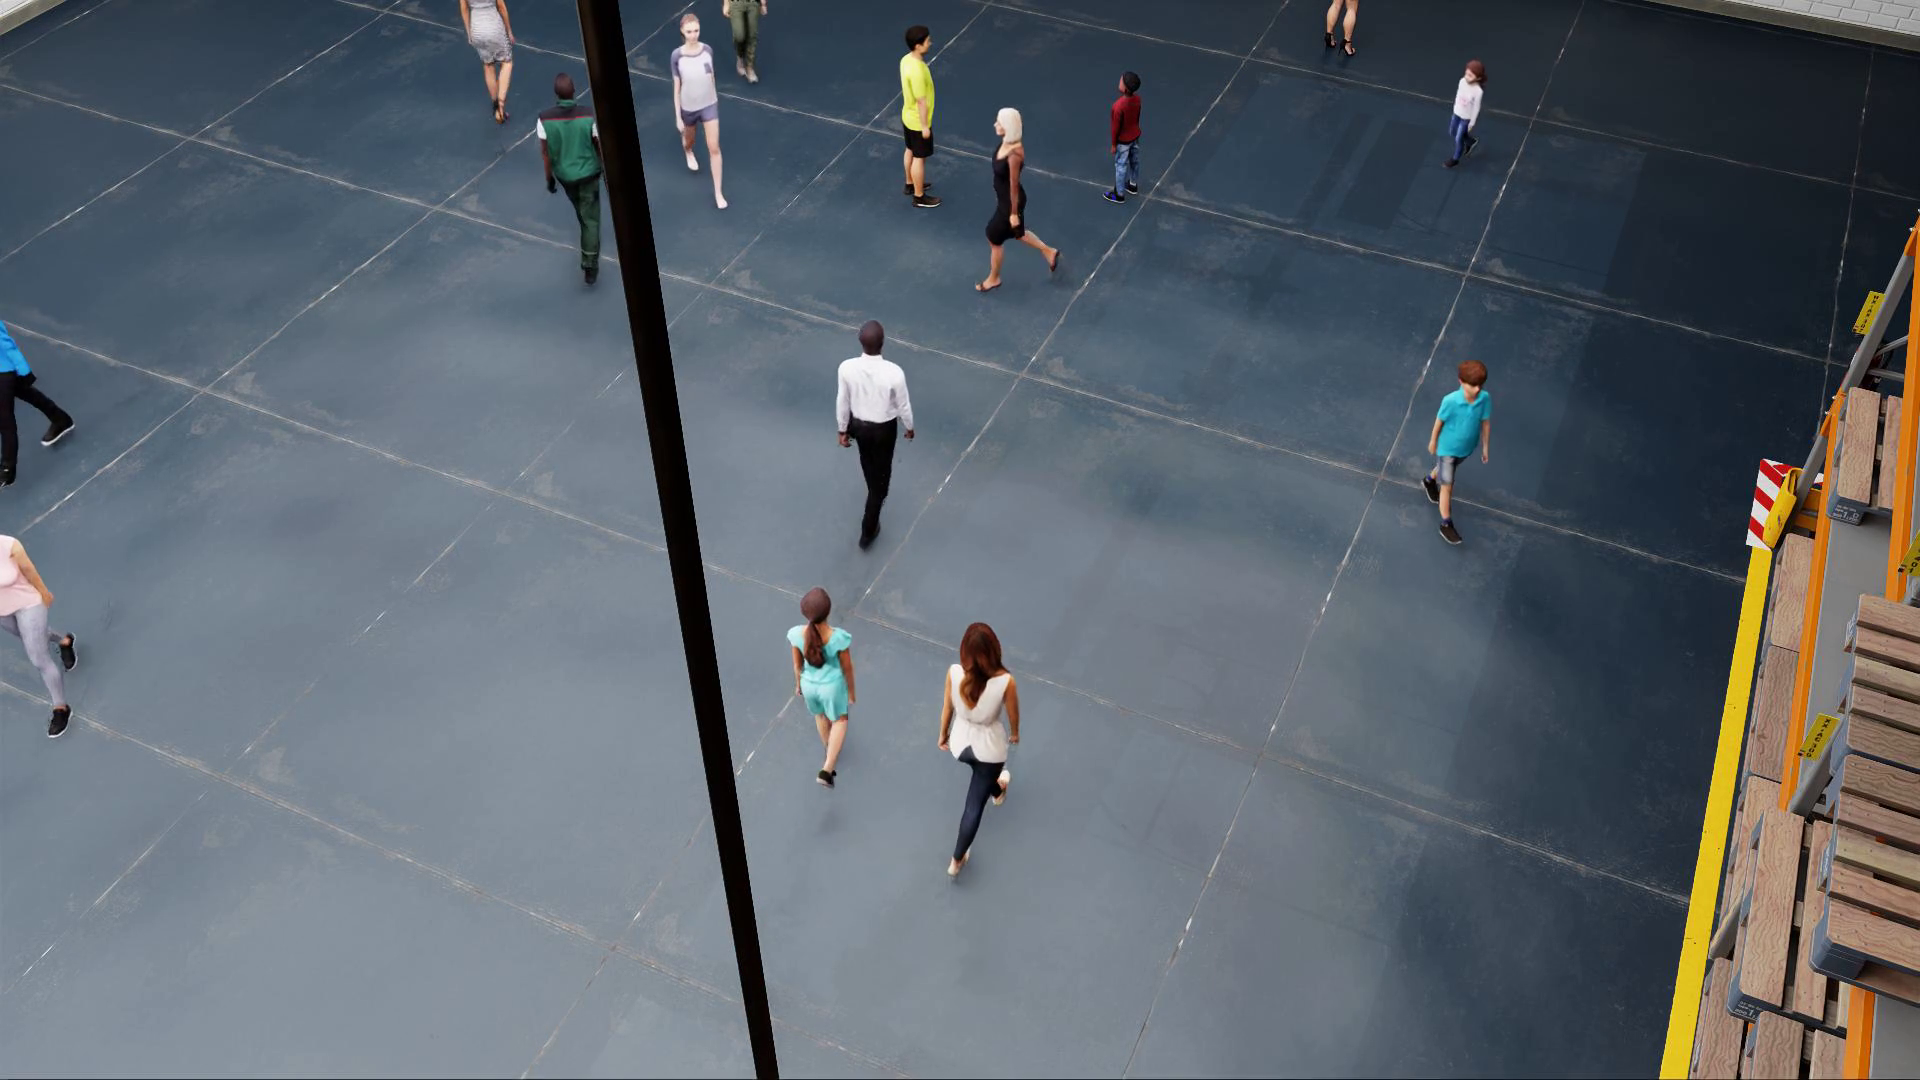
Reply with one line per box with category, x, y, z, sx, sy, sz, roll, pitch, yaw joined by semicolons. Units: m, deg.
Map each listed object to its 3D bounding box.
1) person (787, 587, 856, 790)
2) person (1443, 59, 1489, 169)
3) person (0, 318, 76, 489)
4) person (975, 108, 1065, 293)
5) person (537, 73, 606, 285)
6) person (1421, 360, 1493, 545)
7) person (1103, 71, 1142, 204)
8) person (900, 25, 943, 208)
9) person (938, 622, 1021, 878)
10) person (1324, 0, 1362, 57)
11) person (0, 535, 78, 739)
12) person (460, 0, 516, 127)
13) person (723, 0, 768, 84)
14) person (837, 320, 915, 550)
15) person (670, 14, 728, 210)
person;-0.839;0.926;10.158;0.686;1.551;0.907;7;44;7
person;4.817;-4.042;15.701;0.718;1.097;0.641;-21;47;-20
person;-7.091;-1.320;12.378;0.603;1.740;1.169;17;46;17
person;0.508;-2.839;13.984;0.978;1.724;1.046;-3;44;-3
person;-3.239;-3.045;14.155;1.093;1.786;1.325;-3;44;-3
person;3.566;-0.744;12.011;0.894;1.411;1.003;-10;44;-10
person;1.532;-3.699;15.228;0.610;1.253;0.502;32;52;29
person;-0.392;-3.839;15.045;0.757;1.708;0.685;-12;45;-12
person;0.085;1.278;9.656;0.593;1.732;1.076;16;46;16
person;4.024;-5.840;17.138;0.740;1.718;0.738;-30;51;-28
person;-6.011;0.368;10.634;0.926;1.701;1.161;-4;44;-5
person;-4.538;-4.777;15.956;0.770;1.809;0.856;1;44;1
person;-2.201;-5.454;16.782;0.756;1.651;0.816;-14;45;-14
person;-0.632;-0.685;11.660;0.783;1.809;1.037;10;45;10
person;-2.420;-3.980;15.174;1.079;1.735;1.142;-14;45;-14
